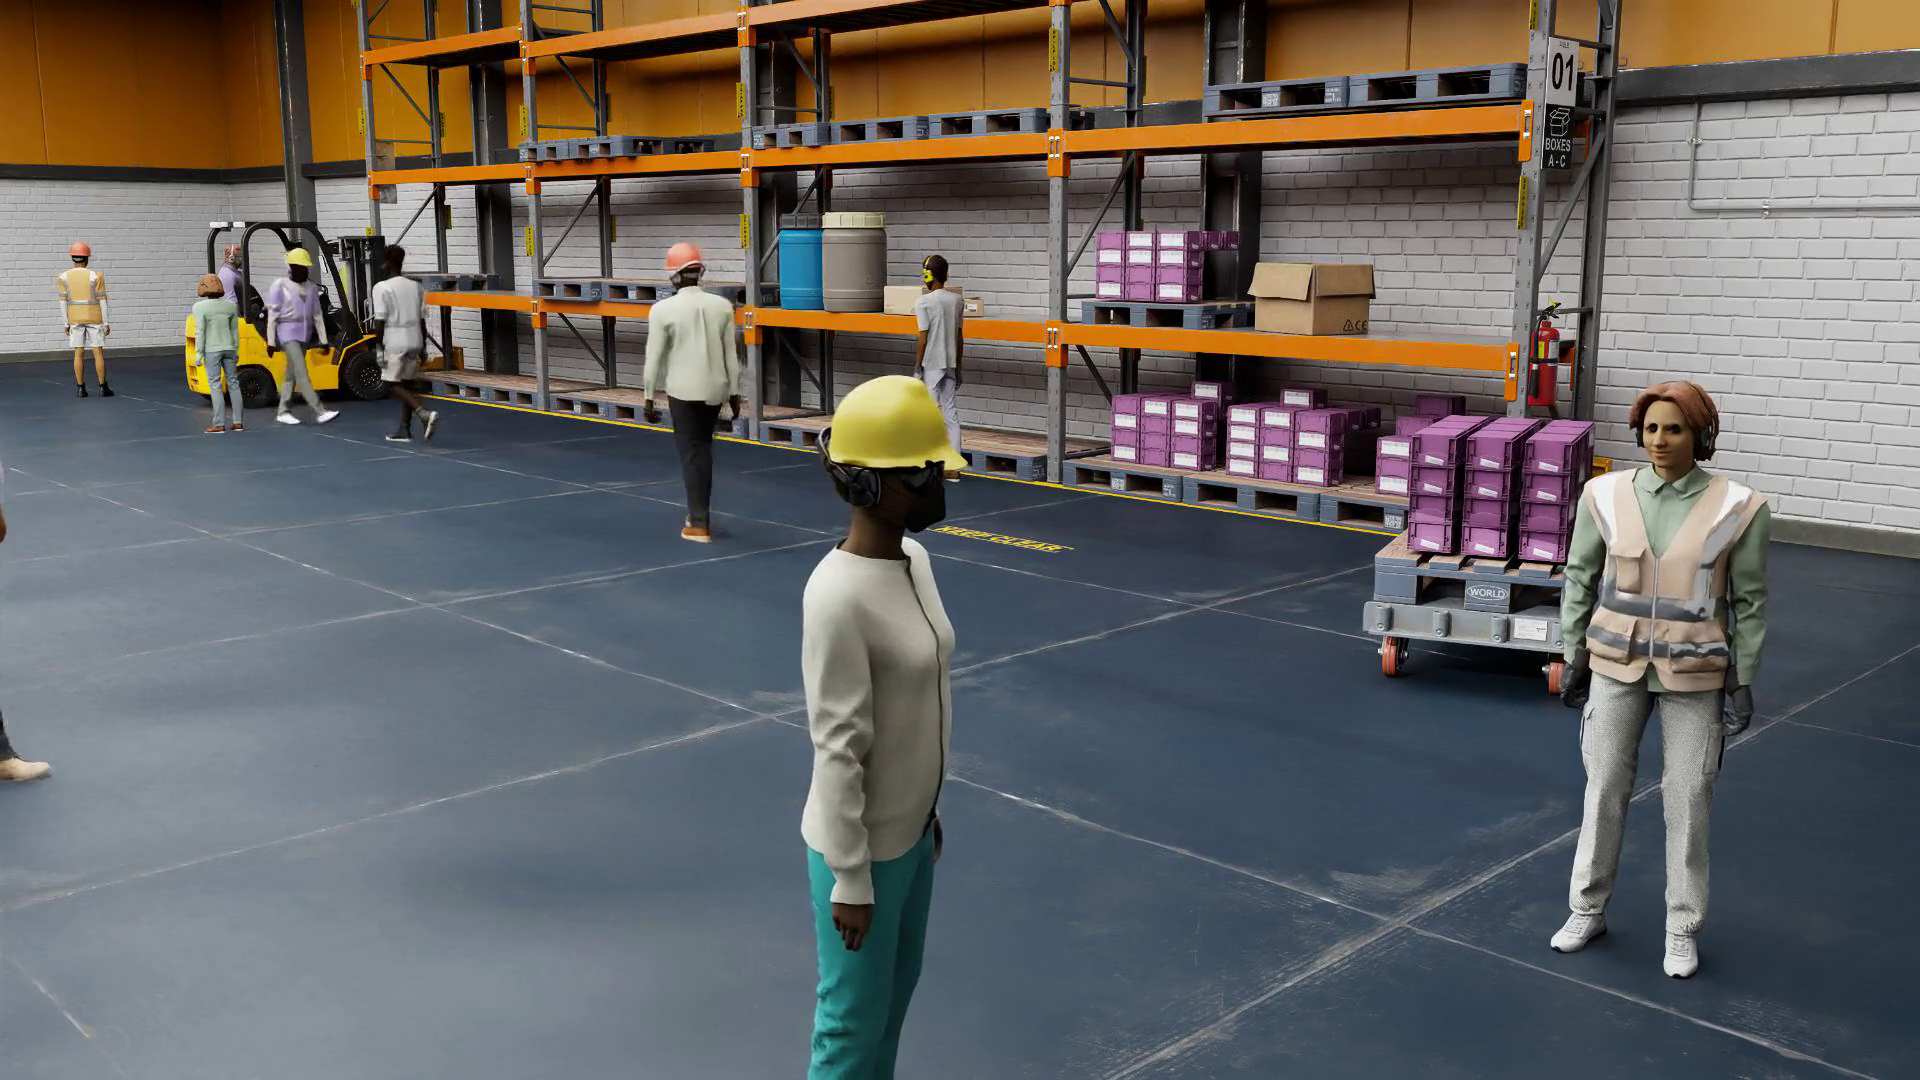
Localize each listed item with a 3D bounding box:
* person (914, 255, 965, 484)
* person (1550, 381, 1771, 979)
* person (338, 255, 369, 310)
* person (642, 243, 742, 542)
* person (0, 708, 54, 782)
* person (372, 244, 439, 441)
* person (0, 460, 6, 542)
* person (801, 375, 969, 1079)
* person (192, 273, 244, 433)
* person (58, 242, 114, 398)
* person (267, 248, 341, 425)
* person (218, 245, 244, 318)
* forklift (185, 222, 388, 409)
[{"bbox_3d":[-0.185,-1.383,13.572,0.507,1.865,0.329,-9,14,-41],"label":"person"},{"bbox_3d":[1.915,0.380,4.571,0.523,1.638,0.310,7,12,34],"label":"person"},{"bbox_3d":[-8.697,-3.303,24.104,0.627,1.840,0.429,5,12,25],"label":"person"},{"bbox_3d":[-1.841,-0.990,11.158,0.635,1.962,0.790,-7,13,-35],"label":"person"},{"bbox_3d":[-3.833,0.036,5.993,0.795,1.822,0.511,-1,10,-5],"label":"person"},{"bbox_3d":[-5.360,-1.891,16.125,0.739,1.942,0.619,6,12,29],"label":"person"},{"bbox_3d":[-4.298,-0.174,6.877,0.630,1.912,0.898,-4,11,-20],"label":"person"},{"bbox_3d":[-0.133,0.568,3.198,0.313,1.767,0.534,3,11,14],"label":"person"},{"bbox_3d":[-7.623,-1.911,17.076,0.282,1.633,0.501,6,12,30],"label":"person"},{"bbox_3d":[-10.923,-2.743,20.786,0.545,1.938,0.362,-3,11,-15],"label":"person"},{"bbox_3d":[-6.964,-2.142,17.659,0.991,1.873,0.600,4,11,21],"label":"person"},{"bbox_3d":[-9.115,-2.758,20.976,0.404,1.900,0.645,-5,11,-25],"label":"person"},{"bbox_3d":[-8.169,-2.758,20.163,2.313,2.155,1.214,-10,14,-44],"label":"forklift"}]
